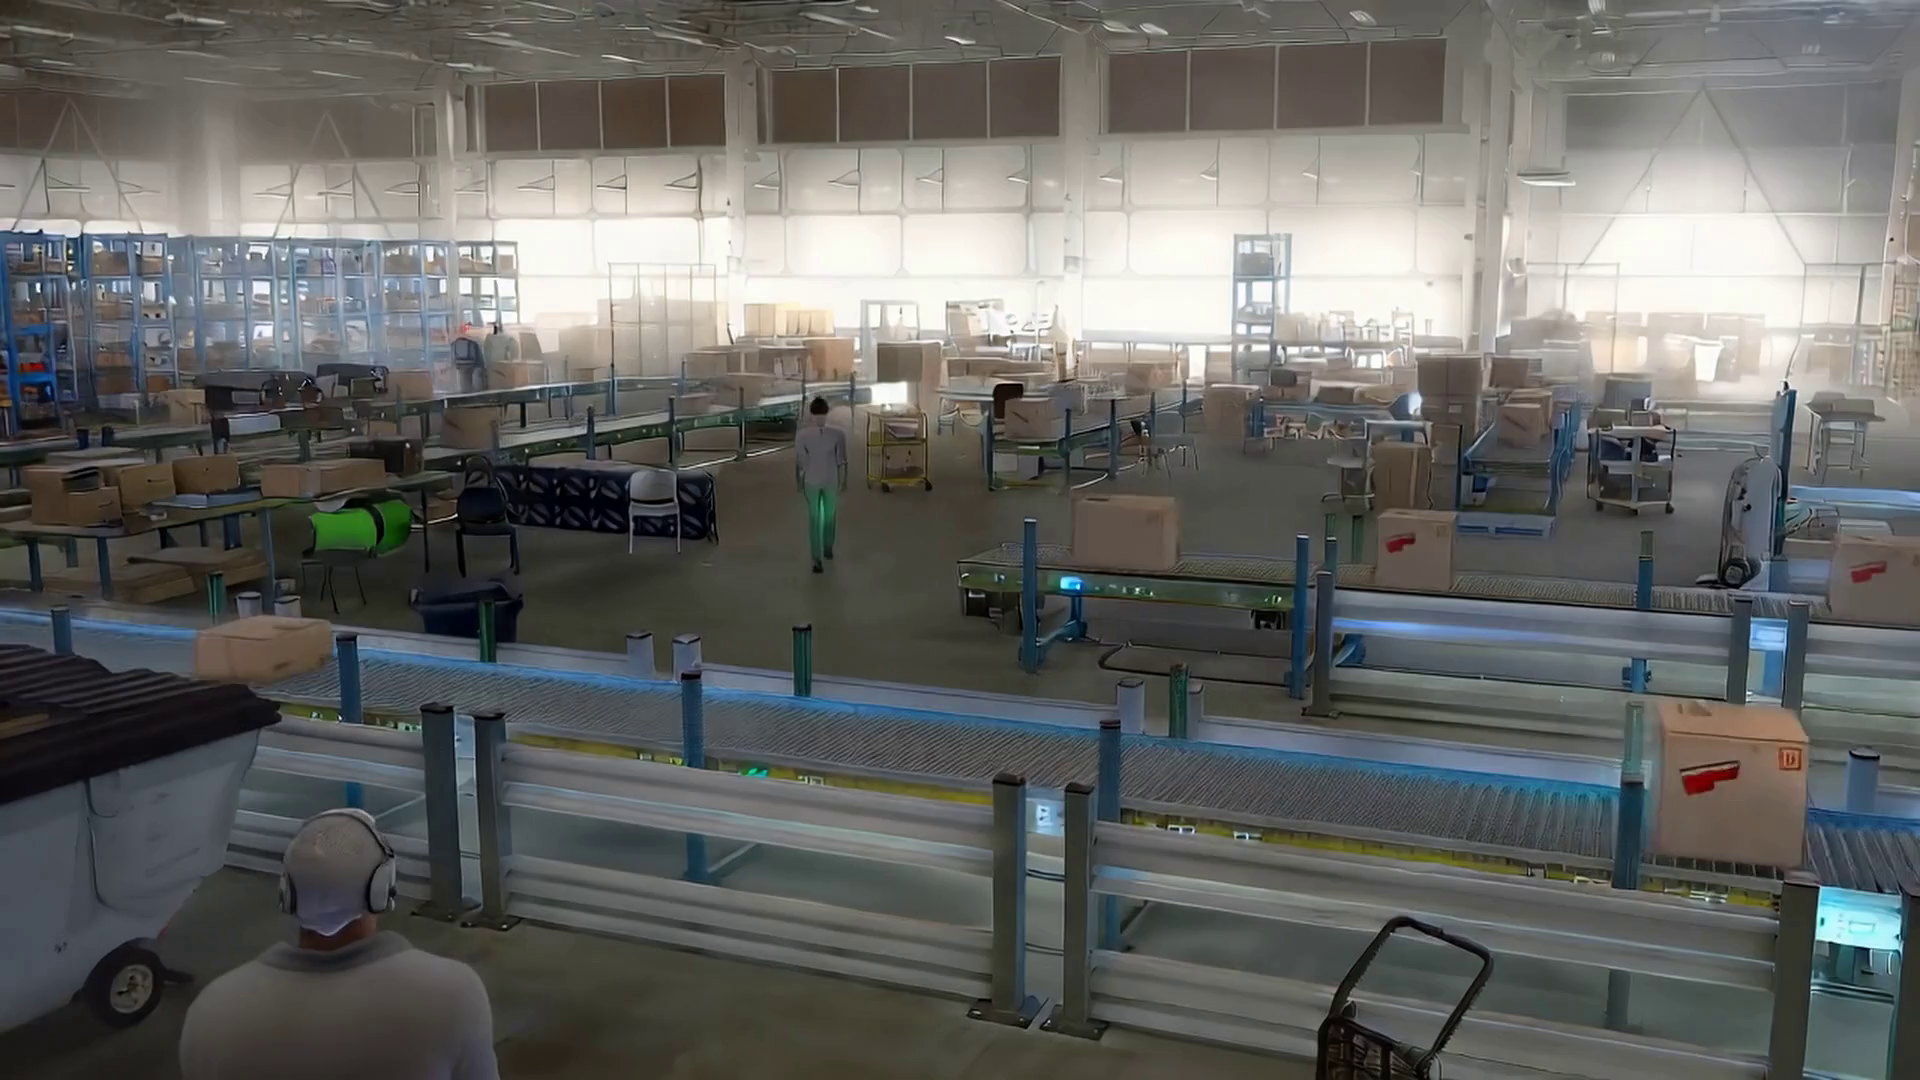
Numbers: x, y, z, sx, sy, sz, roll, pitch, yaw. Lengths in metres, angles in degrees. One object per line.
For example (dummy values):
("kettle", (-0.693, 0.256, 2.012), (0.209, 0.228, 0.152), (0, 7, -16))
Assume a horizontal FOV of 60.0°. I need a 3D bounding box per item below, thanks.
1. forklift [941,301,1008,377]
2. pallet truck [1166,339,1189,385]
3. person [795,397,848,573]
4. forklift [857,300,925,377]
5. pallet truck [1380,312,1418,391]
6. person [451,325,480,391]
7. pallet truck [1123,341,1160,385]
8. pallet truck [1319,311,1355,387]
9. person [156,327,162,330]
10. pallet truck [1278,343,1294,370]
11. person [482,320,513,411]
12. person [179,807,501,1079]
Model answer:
("forklift", (0.365, -4.966, 41.571), (1.157, 1.987, 2.680), (3, 10, 20))
("pallet truck", (5.418, -4.269, 40.420), (0.704, 1.261, 1.522), (3, 10, 20))
("person", (-1.392, -0.584, 16.737), (0.527, 1.742, 0.779), (-1, 9, -5))
("forklift", (-1.732, -5.109, 42.468), (1.157, 1.987, 2.680), (4, 10, 22))
("pallet truck", (10.207, -4.283, 38.369), (0.823, 1.965, 1.885), (3, 10, 20))
("person", (-10.409, -3.617, 34.957), (0.614, 1.800, 0.773), (2, 10, 10))
("pallet truck", (4.445, -4.380, 41.279), (0.680, 1.201, 1.601), (4, 10, 22))
("pallet truck", (9.071, -4.419, 39.190), (0.823, 1.965, 1.885), (5, 10, 26))
("person", (-17.896, -4.006, 37.207), (0.573, 1.831, 0.405), (-7, 12, -36))
("pallet truck", (7.886, -4.163, 39.743), (0.653, 1.274, 1.630), (4, 10, 22))
("person", (-9.698, -3.654, 34.831), (0.651, 1.907, 0.409), (1, 9, 5))
("person", (-1.284, 1.504, 3.595), (0.638, 1.902, 0.407), (-1, 9, -9))
